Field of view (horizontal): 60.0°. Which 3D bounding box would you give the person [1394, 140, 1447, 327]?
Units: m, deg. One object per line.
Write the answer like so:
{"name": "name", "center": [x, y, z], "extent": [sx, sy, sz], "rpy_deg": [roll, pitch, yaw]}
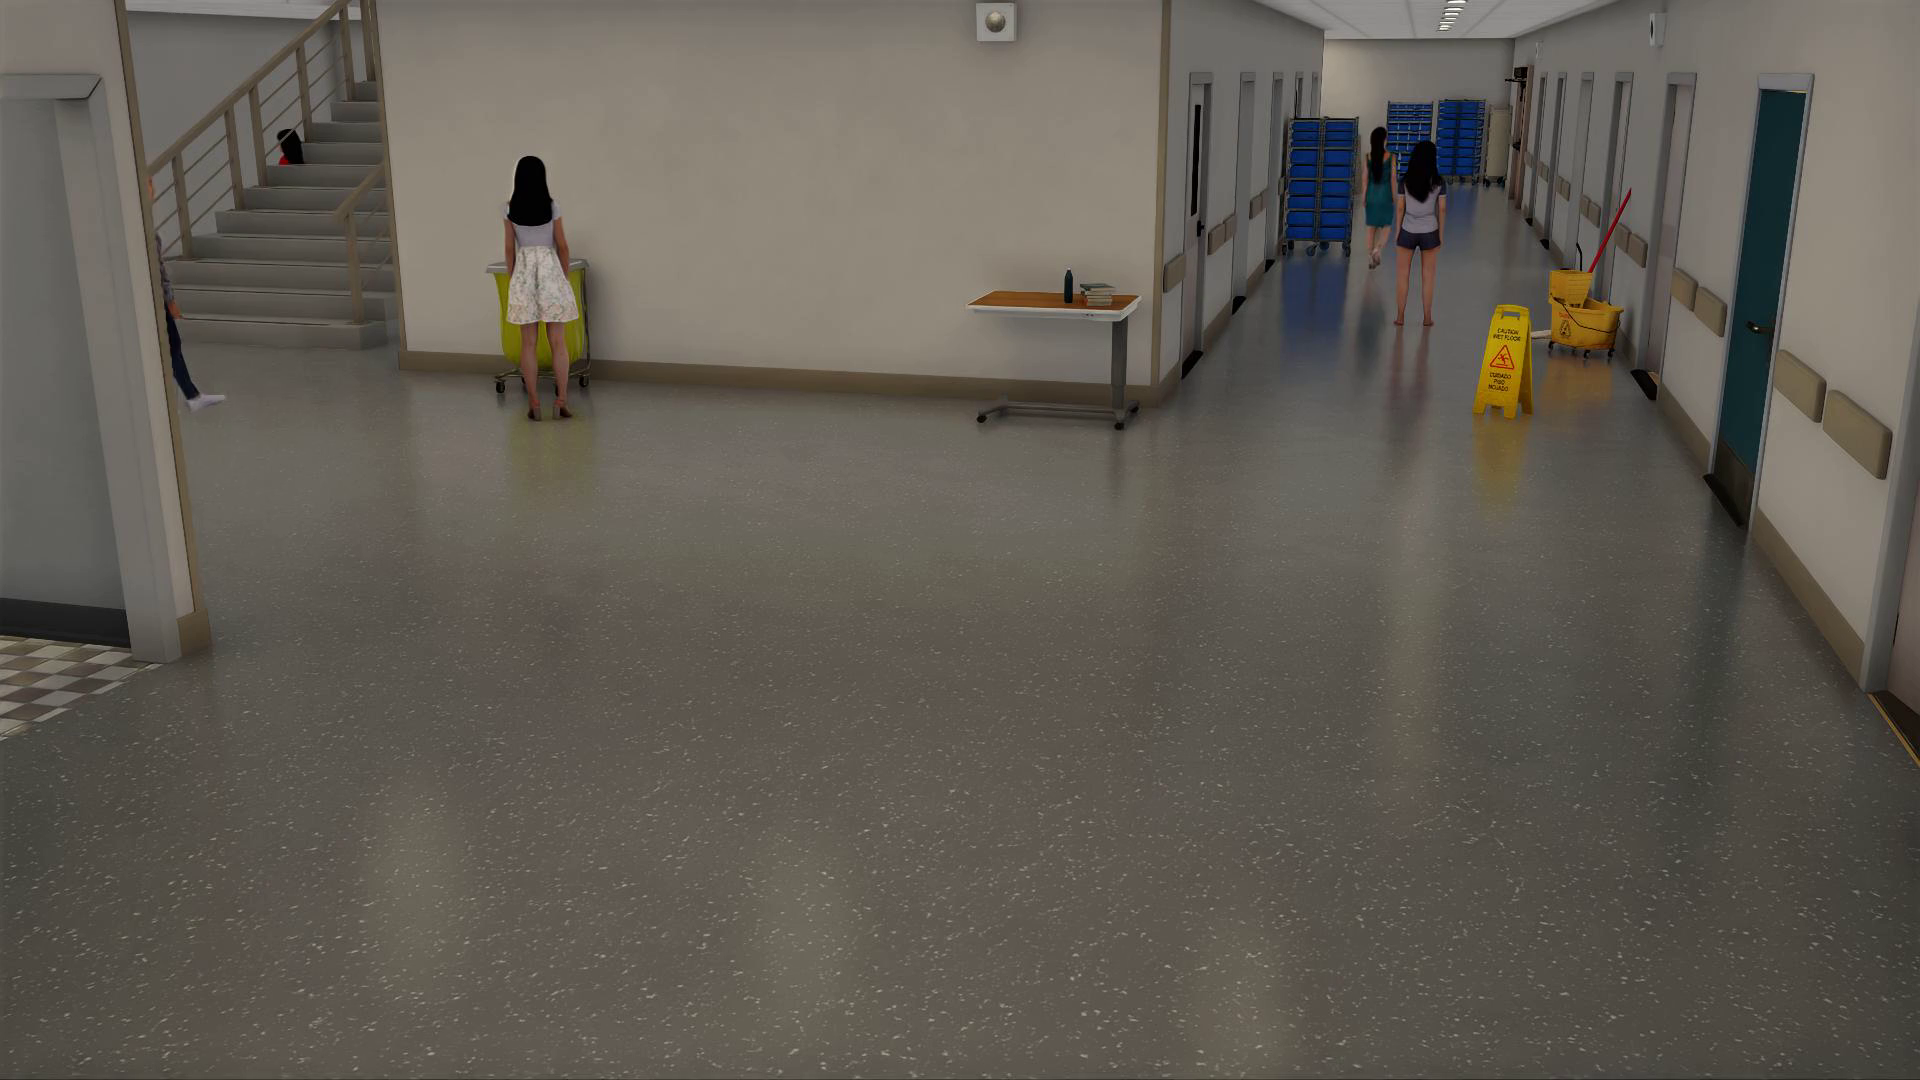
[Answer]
{"name": "person", "center": [4.296, -2.879, 15.601], "extent": [0.591, 1.706, 0.504], "rpy_deg": [4, 16, 13]}

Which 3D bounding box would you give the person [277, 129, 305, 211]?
{"name": "person", "center": [-6.888, -3.382, 17.311], "extent": [0.690, 1.746, 0.577], "rpy_deg": [2, 16, 8]}

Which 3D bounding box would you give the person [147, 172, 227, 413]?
{"name": "person", "center": [-5.532, -1.596, 11.053], "extent": [1.104, 1.703, 0.990], "rpy_deg": [-12, 20, -37]}

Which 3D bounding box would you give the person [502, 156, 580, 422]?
{"name": "person", "center": [-2.856, -1.702, 11.299], "extent": [0.745, 1.775, 0.761], "rpy_deg": [-2, 16, -7]}

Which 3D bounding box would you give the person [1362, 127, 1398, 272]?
{"name": "person", "center": [4.958, -4.037, 19.762], "extent": [0.610, 1.677, 0.634], "rpy_deg": [6, 17, 22]}
